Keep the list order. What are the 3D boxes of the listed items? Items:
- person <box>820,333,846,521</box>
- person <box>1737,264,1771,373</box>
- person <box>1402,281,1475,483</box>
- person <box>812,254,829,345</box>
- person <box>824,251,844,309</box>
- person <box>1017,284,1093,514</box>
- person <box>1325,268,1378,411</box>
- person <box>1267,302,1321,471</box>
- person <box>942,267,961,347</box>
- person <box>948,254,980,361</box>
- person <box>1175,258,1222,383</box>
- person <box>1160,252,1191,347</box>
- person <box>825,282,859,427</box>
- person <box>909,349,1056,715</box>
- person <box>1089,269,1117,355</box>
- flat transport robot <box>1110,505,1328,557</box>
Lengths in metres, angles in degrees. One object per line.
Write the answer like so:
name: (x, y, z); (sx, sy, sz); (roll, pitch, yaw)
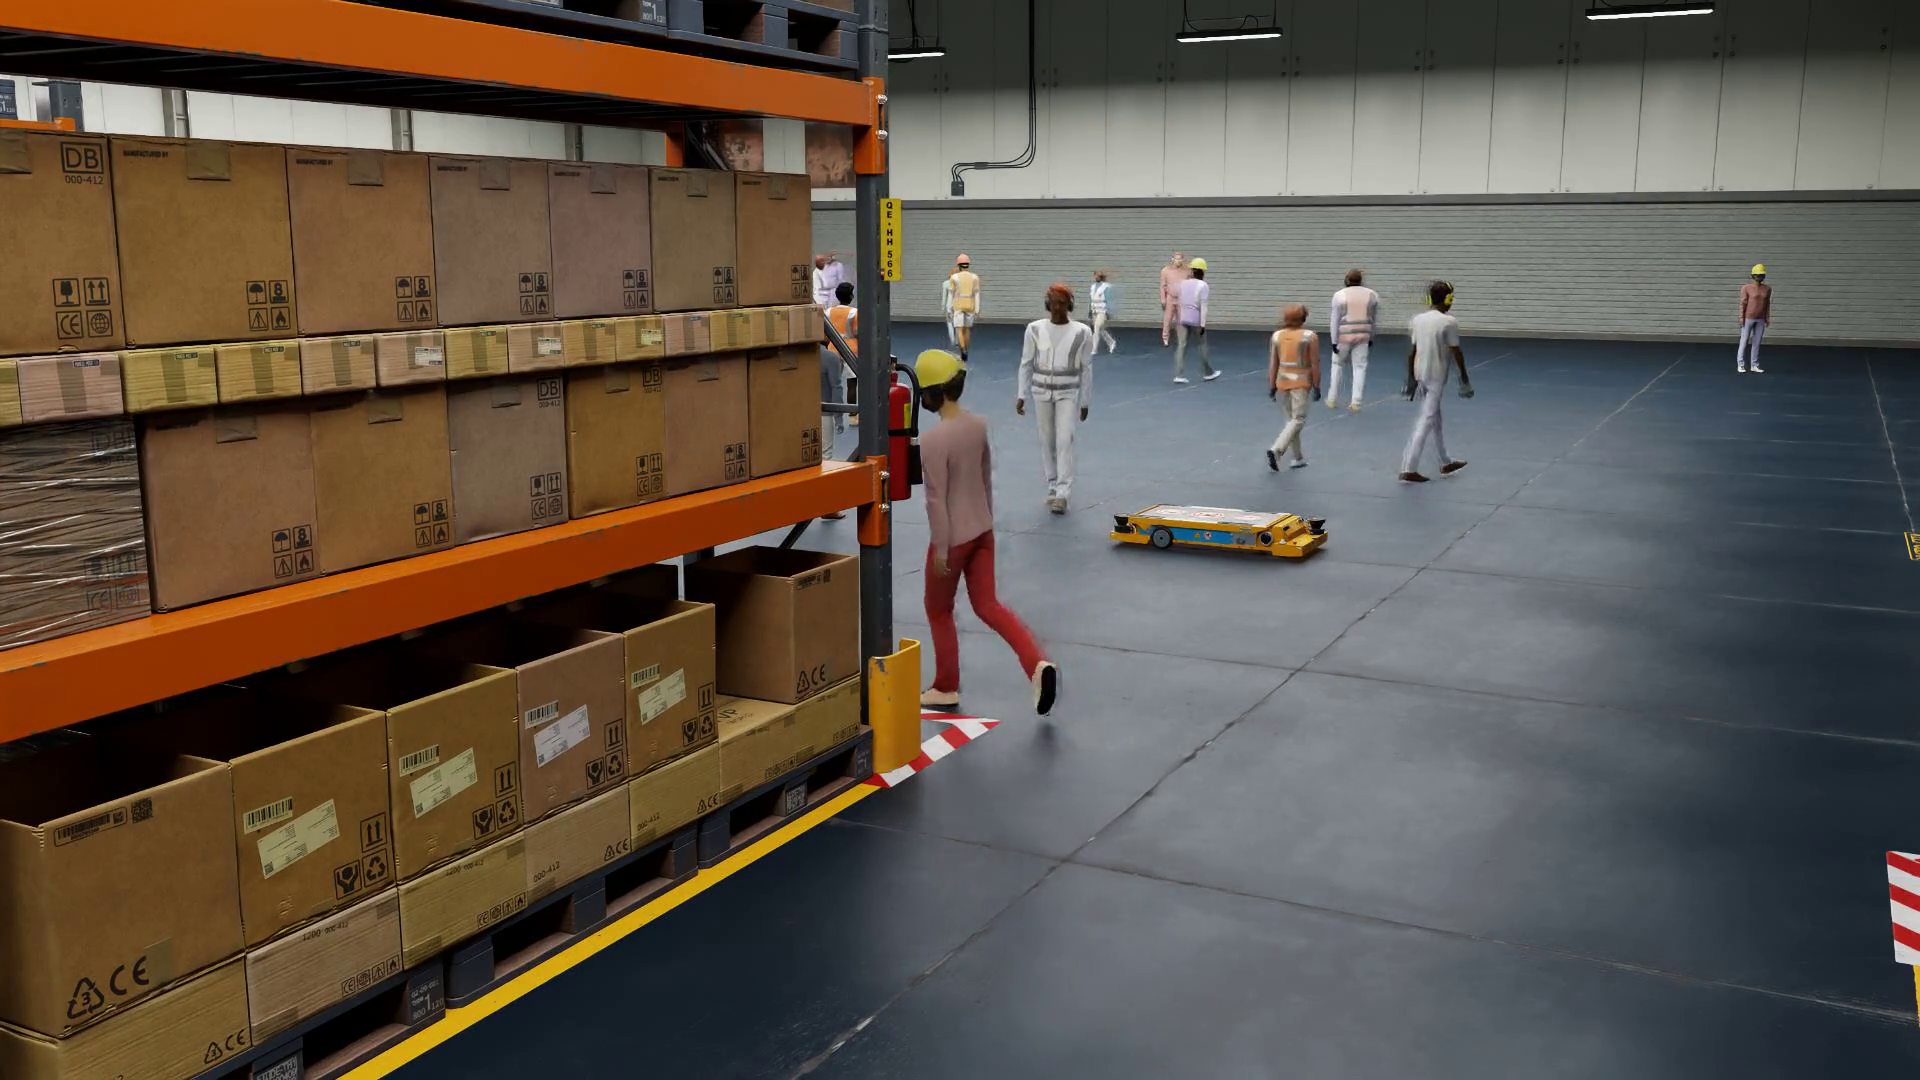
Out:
person: (-1.138, -0.965, 13.114); (0.507, 1.631, 0.266); (5, 12, 27)
person: (13.004, -3.616, 27.211); (0.533, 1.768, 0.310); (-1, 10, -8)
person: (4.407, -1.437, 15.185); (0.949, 1.817, 0.494); (-5, 12, -26)
person: (-2.837, -4.904, 34.016); (0.345, 1.859, 0.705); (3, 11, 17)
person: (-3.120, -5.877, 39.269); (0.660, 1.871, 0.924); (6, 12, 31)
person: (0.780, -1.164, 13.652); (0.582, 1.845, 0.852); (3, 11, 16)
person: (5.032, -2.586, 21.475); (0.633, 1.817, 0.770); (0, 10, -3)
person: (3.159, -1.458, 15.857); (0.747, 1.614, 0.520); (-9, 14, -42)
person: (-0.094, -4.638, 33.176); (0.505, 1.619, 0.578); (-1, 10, -5)
person: (0.082, -4.136, 29.695); (0.565, 1.906, 0.846); (-2, 11, -11)
person: (3.617, -3.342, 25.387); (0.961, 1.878, 0.611); (-10, 14, -44)
person: (4.348, -4.833, 33.470); (0.651, 1.906, 0.407); (-1, 10, -7)
person: (-1.355, -2.178, 19.560); (0.540, 1.695, 0.317); (5, 12, 27)
person: (0.082, -0.014, 7.688); (0.746, 1.729, 0.558); (6, 12, 31)
person: (2.675, -4.303, 31.386); (0.739, 1.609, 0.522); (-7, 12, -32)
flat transport robot: (1.871, -0.084, 12.032); (1.431, 0.197, 0.652); (5, 12, 27)
